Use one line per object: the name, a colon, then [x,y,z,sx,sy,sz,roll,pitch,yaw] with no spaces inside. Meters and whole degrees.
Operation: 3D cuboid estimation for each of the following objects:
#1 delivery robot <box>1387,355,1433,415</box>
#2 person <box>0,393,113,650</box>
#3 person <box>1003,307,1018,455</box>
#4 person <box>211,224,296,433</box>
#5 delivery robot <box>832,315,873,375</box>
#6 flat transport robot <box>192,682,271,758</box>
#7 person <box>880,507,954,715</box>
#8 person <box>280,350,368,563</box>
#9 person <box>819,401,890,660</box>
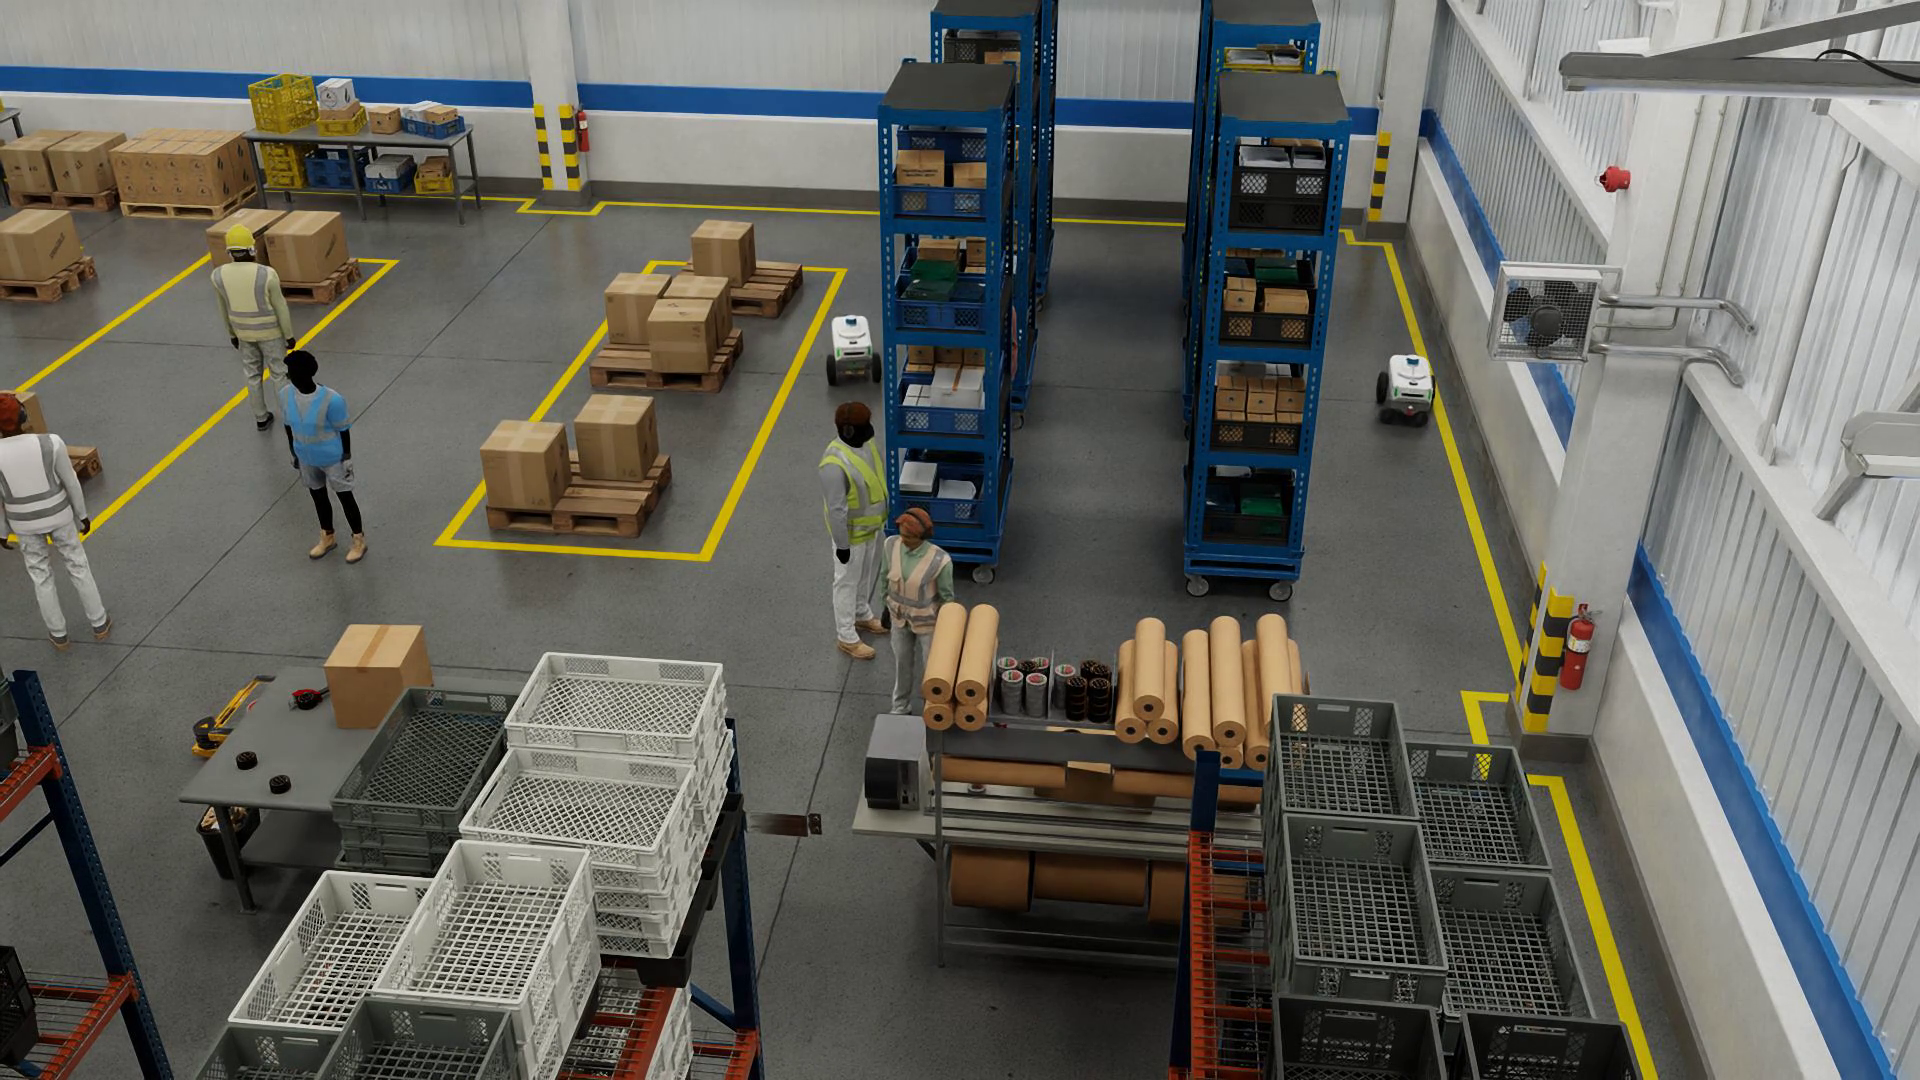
delivery robot: [3.969,-1.394,14.671,0.477,0.478,0.707,5,31,8]
person: [-6.223,-0.127,11.275,0.573,1.883,0.355,-16,34,-25]
person: [0.152,-1.334,13.236,0.622,1.992,0.397,17,34,27]
person: [-5.976,-1.796,14.202,0.594,1.826,0.404,3,30,5]
delivery robot: [-1.004,-1.850,15.446,0.477,0.478,0.707,-3,30,-6]
flat transport robot: [-4.089,1.163,10.648,1.431,0.197,0.652,3,30,6]
person: [-0.274,0.508,10.422,0.512,1.639,0.312,16,34,26]
person: [-4.724,-0.619,12.300,0.541,1.695,0.315,7,31,13]
person: [-0.688,-0.090,11.249,0.429,1.847,0.623,10,32,16]
